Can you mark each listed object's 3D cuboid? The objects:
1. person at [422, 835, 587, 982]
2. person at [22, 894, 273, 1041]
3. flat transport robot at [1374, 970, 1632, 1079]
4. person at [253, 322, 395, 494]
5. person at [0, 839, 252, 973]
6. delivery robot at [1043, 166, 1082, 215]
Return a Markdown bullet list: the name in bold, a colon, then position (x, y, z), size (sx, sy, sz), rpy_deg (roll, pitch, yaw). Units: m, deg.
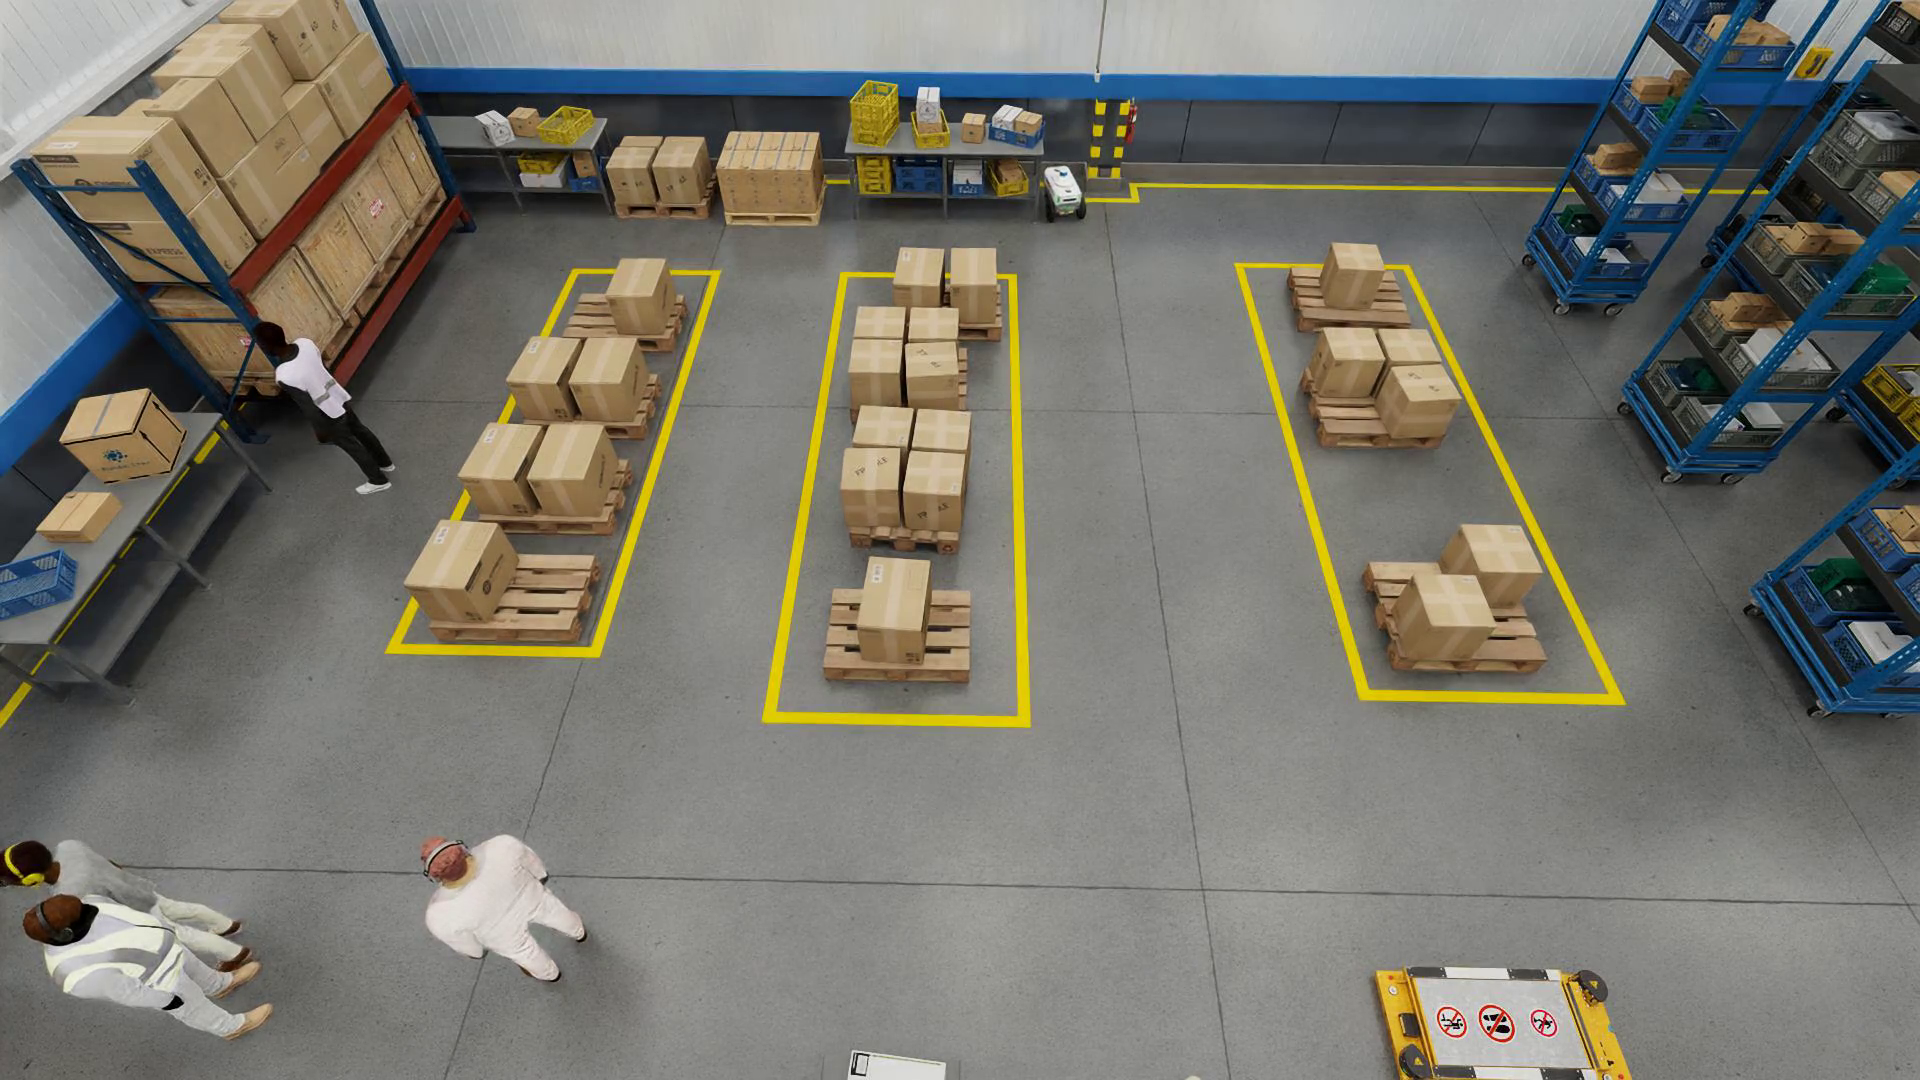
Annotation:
- **person**: position (-2.790, 2.240, 5.595), size (0.408, 1.909, 0.638), rpy_deg (22, 54, 17)
- **person**: position (-4.780, 2.508, 5.427), size (0.431, 1.835, 0.623), rpy_deg (-32, 57, -23)
- **flat transport robot**: position (3.501, 3.133, 5.914), size (1.431, 0.197, 0.652), rpy_deg (1, 51, 1)
- **person**: position (-5.777, -1.197, 8.388), size (0.398, 1.920, 0.590), rpy_deg (-5, 51, -4)
- **person**: position (-5.067, 2.258, 5.606), size (0.311, 1.866, 0.529), rpy_deg (-32, 57, -23)
- **delivery robot**: position (1.335, -4.610, 11.982), size (0.477, 0.478, 0.707), rpy_deg (-9, 51, -7)
